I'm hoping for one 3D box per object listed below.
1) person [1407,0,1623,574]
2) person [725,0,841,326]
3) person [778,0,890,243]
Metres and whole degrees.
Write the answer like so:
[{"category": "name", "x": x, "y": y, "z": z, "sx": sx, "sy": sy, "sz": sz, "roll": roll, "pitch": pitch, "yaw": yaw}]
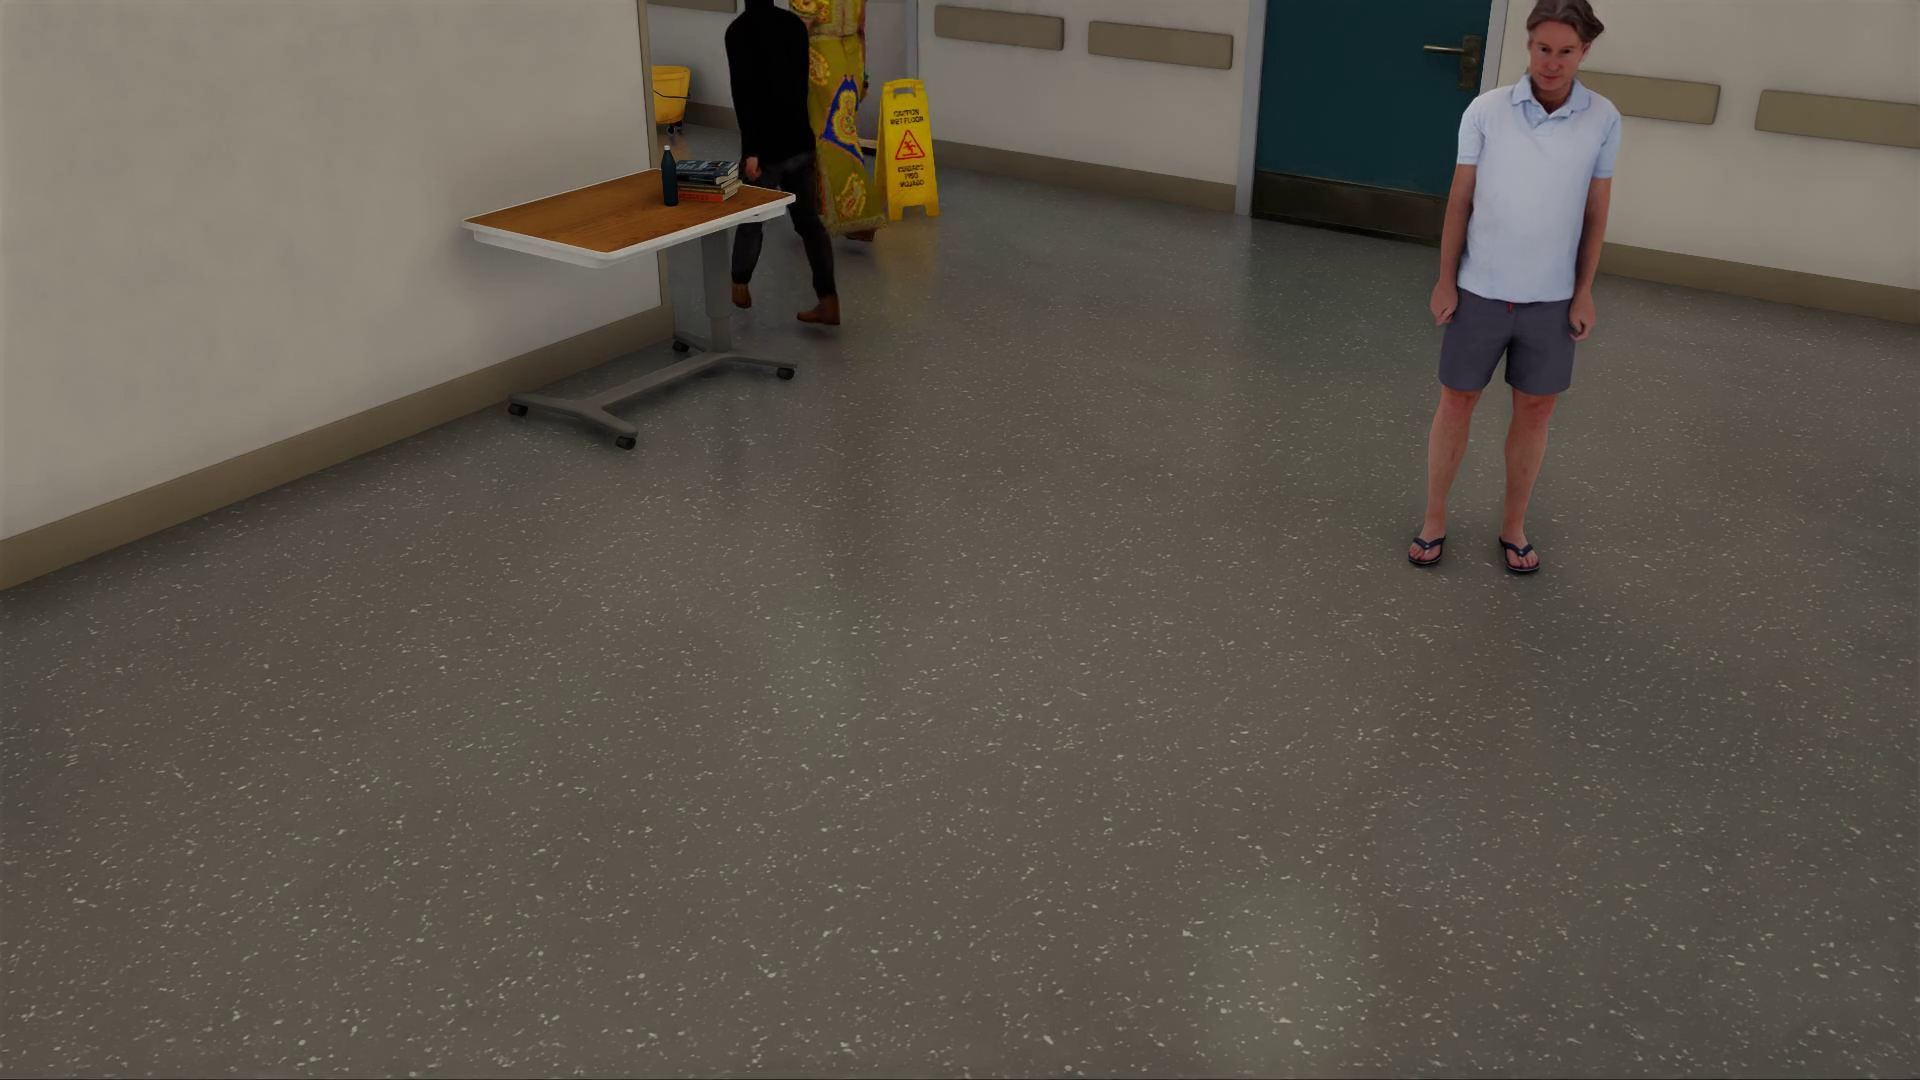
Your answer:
[{"category": "person", "x": 1.756, "y": -0.792, "z": 5.258, "sx": 0.644, "sy": 1.829, "sz": 0.794, "roll": 5, "pitch": 26, "yaw": 11}, {"category": "person", "x": -0.775, "y": -1.753, "z": 7.422, "sx": 1.115, "sy": 1.681, "sz": 0.759, "roll": 22, "pitch": 33, "yaw": 38}, {"category": "person", "x": -0.626, "y": -2.362, "z": 8.764, "sx": 1.303, "sy": 1.611, "sz": 0.757, "roll": 19, "pitch": 31, "yaw": 33}]
